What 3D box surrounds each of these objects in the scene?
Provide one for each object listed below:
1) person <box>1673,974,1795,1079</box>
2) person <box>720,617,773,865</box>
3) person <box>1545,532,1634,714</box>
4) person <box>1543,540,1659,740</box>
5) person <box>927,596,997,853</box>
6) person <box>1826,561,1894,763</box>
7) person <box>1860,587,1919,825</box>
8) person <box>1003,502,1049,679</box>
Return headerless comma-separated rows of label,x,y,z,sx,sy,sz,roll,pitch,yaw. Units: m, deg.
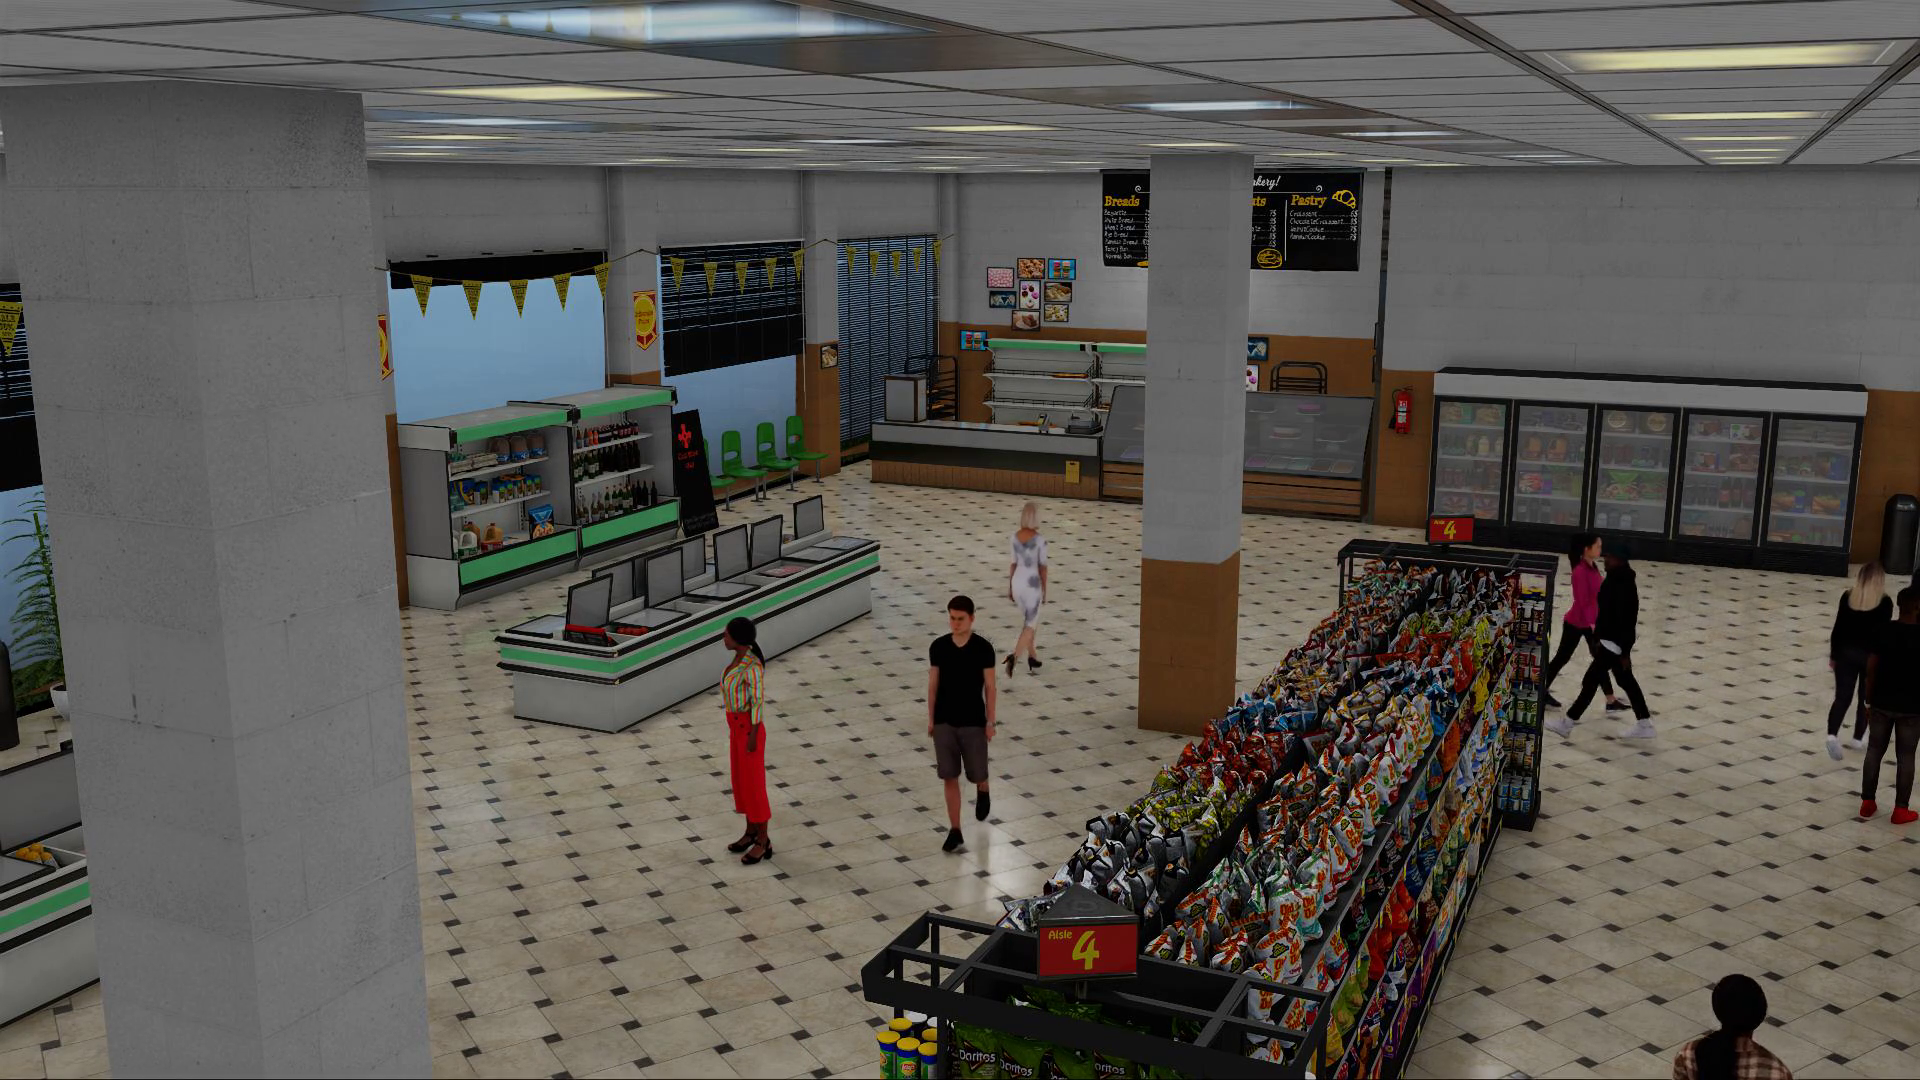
person,2.916,2.539,6.365,0.633,1.782,0.760,7,14,31
person,-1.503,1.402,11.737,0.728,1.792,0.686,-6,13,-26
person,5.536,0.768,15.072,0.857,1.658,1.101,10,15,39
person,5.670,0.909,14.162,0.989,1.759,1.257,2,12,11
person,0.039,1.298,12.107,0.780,1.844,1.074,3,12,15
person,7.439,1.040,13.811,0.857,1.646,1.212,11,16,42
person,7.054,1.232,12.516,0.697,1.804,0.644,11,16,42
person,0.629,0.516,16.115,0.660,1.723,1.092,8,14,32
